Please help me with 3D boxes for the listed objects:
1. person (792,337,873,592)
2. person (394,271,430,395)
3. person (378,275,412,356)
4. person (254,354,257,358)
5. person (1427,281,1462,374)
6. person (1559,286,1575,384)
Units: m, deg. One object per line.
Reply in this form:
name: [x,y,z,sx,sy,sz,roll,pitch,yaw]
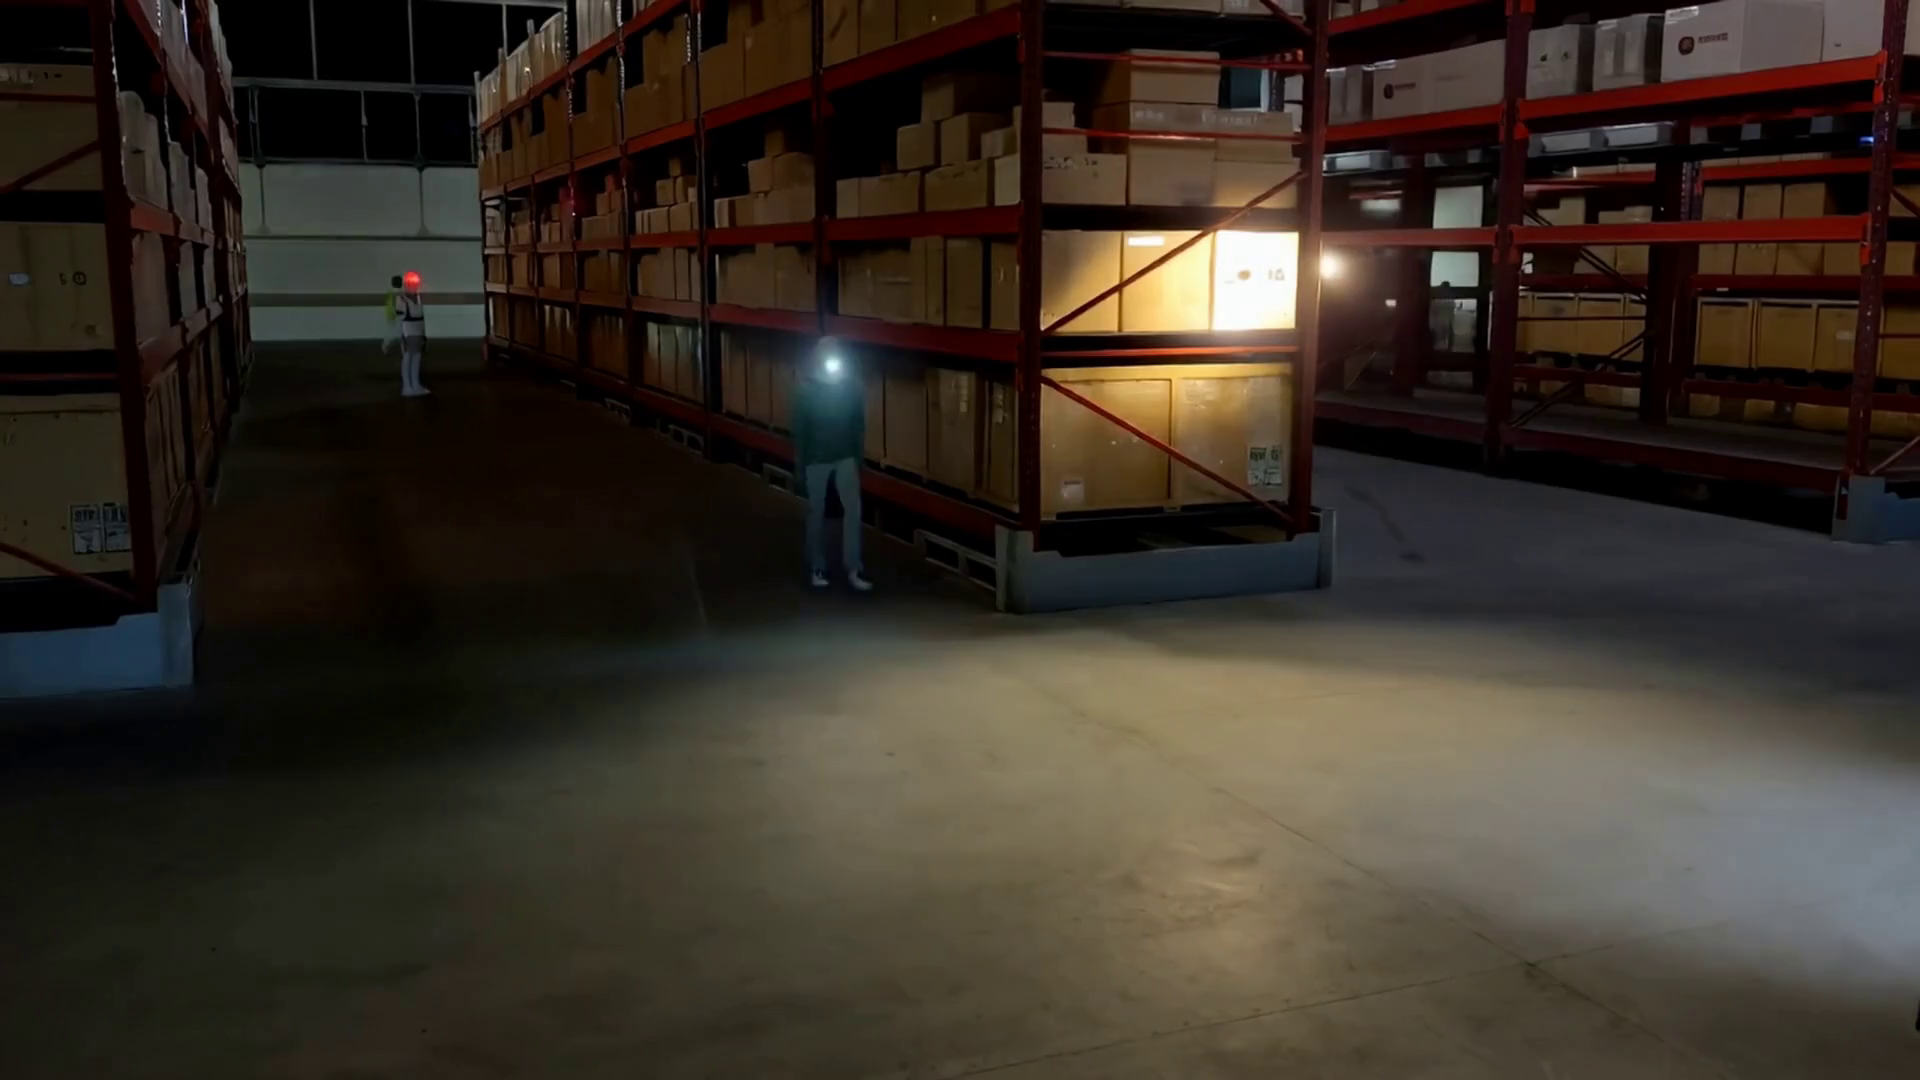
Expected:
person: [-0.794,-0.466,10.465,0.522,1.602,0.727,-4,10,-24]
person: [-8.587,-3.244,26.137,0.372,1.930,0.543,5,11,26]
person: [-12.598,-5.019,37.142,0.906,1.813,0.627,-7,12,-37]
person: [-15.253,-4.596,34.701,0.952,1.779,0.603,-5,11,-27]
person: [9.084,-3.994,31.257,0.533,1.725,0.924,-4,10,-23]
person: [10.326,-3.589,28.127,0.492,1.955,0.738,3,10,18]
